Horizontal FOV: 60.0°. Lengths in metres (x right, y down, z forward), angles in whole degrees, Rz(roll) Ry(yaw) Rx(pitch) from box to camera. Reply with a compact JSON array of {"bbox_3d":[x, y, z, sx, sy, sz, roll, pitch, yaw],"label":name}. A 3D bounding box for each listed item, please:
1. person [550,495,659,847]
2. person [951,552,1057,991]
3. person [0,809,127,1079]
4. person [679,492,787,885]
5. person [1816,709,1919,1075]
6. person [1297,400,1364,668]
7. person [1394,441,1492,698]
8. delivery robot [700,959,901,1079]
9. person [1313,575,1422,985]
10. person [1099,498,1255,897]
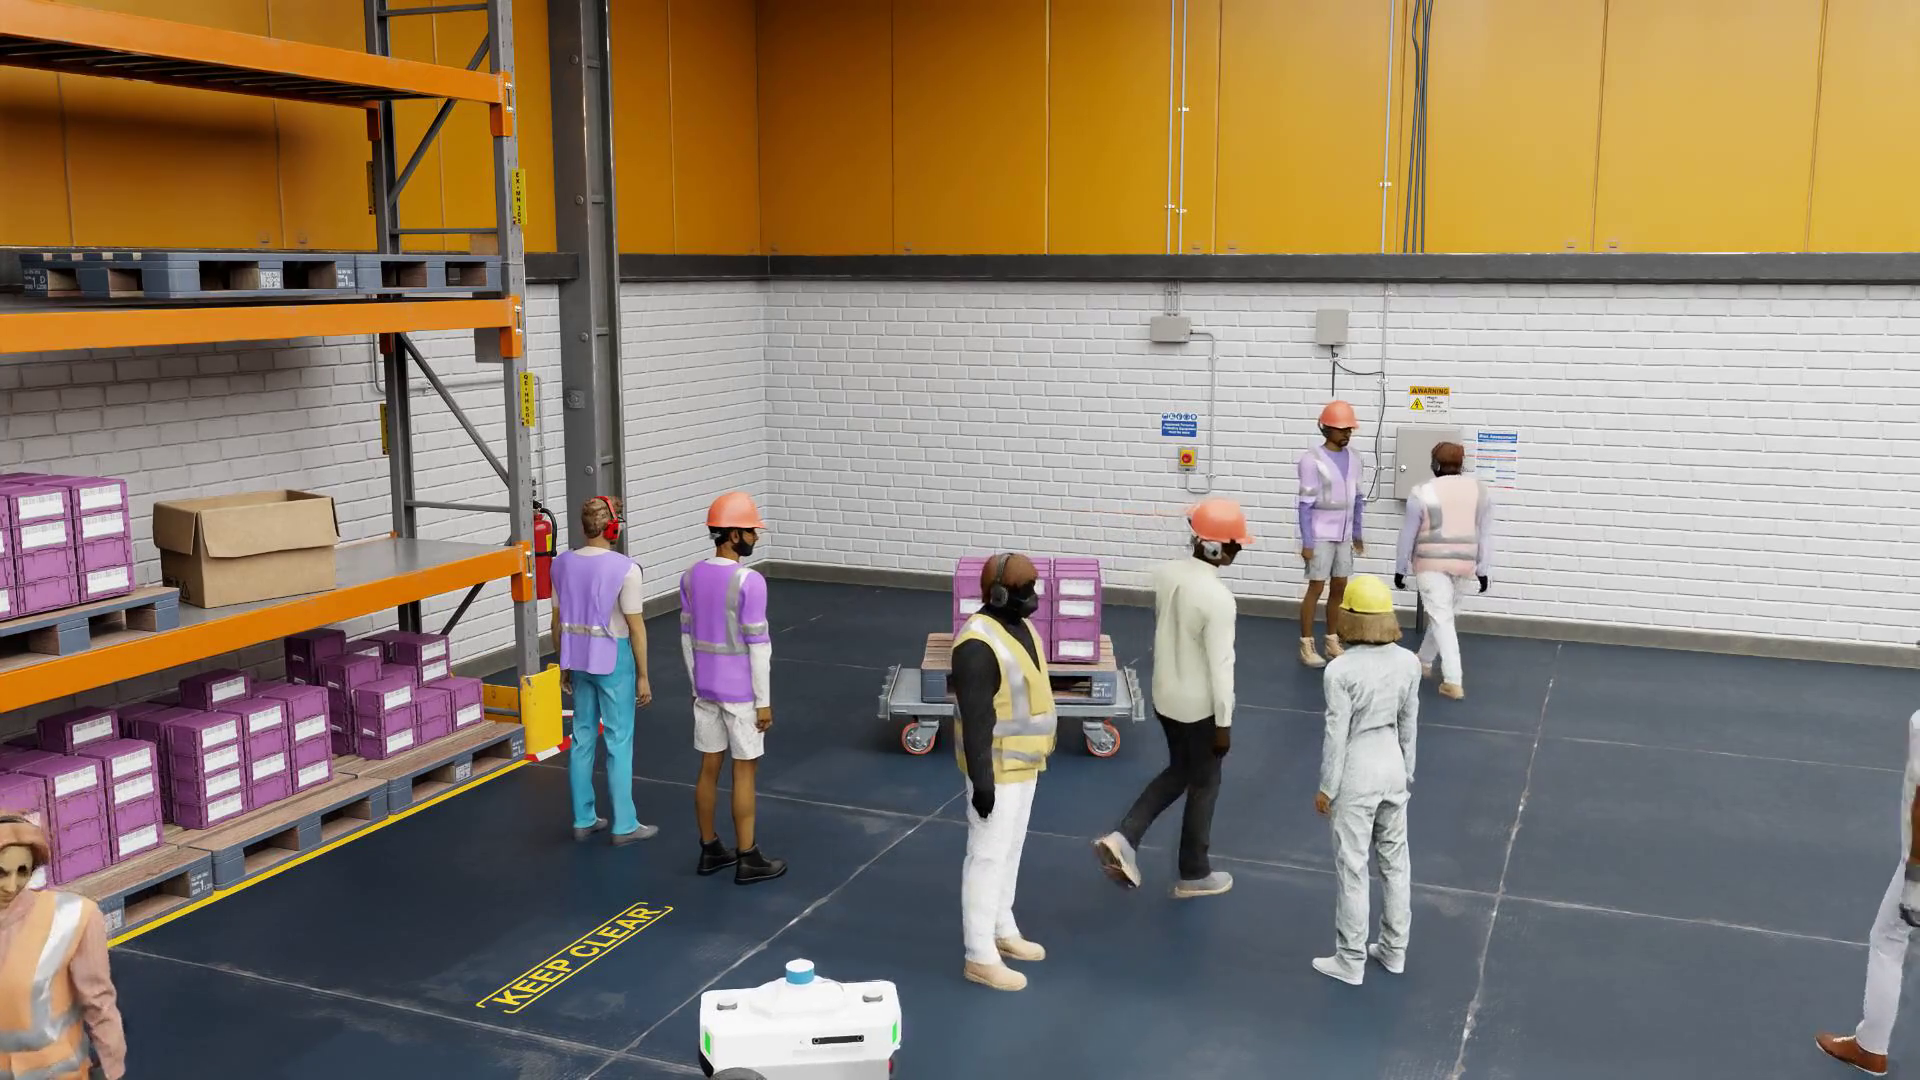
[{"bbox_3d":[-1.884,0.687,8.708,0.569,1.843,0.373,4,10,25],"label":"person"},{"bbox_3d":[0.196,0.961,7.070,0.429,1.841,0.631,4,10,20],"label":"person"},{"bbox_3d":[-2.541,1.517,4.393,0.557,1.602,0.769,-1,9,-8],"label":"person"},{"bbox_3d":[-1.125,0.725,8.210,0.547,1.934,0.376,7,12,37],"label":"person"},{"bbox_3d":[3.576,1.152,5.942,0.518,1.840,0.888,-4,10,-21],"label":"person"},{"bbox_3d":[2.824,-0.041,12.574,0.629,2.034,0.413,-7,11,-35],"label":"person"},{"bbox_3d":[3.433,0.189,11.906,0.645,1.793,0.984,-2,10,-13],"label":"person"},{"bbox_3d":[-0.566,1.743,5.933,0.707,0.478,0.477,-1,9,-7],"label":"delivery robot"},{"bbox_3d":[1.717,1.009,7.076,0.492,1.740,0.324,-5,10,-26],"label":"person"},{"bbox_3d":[1.036,0.770,7.839,0.600,1.968,0.640,-4,10,-25],"label":"person"}]
